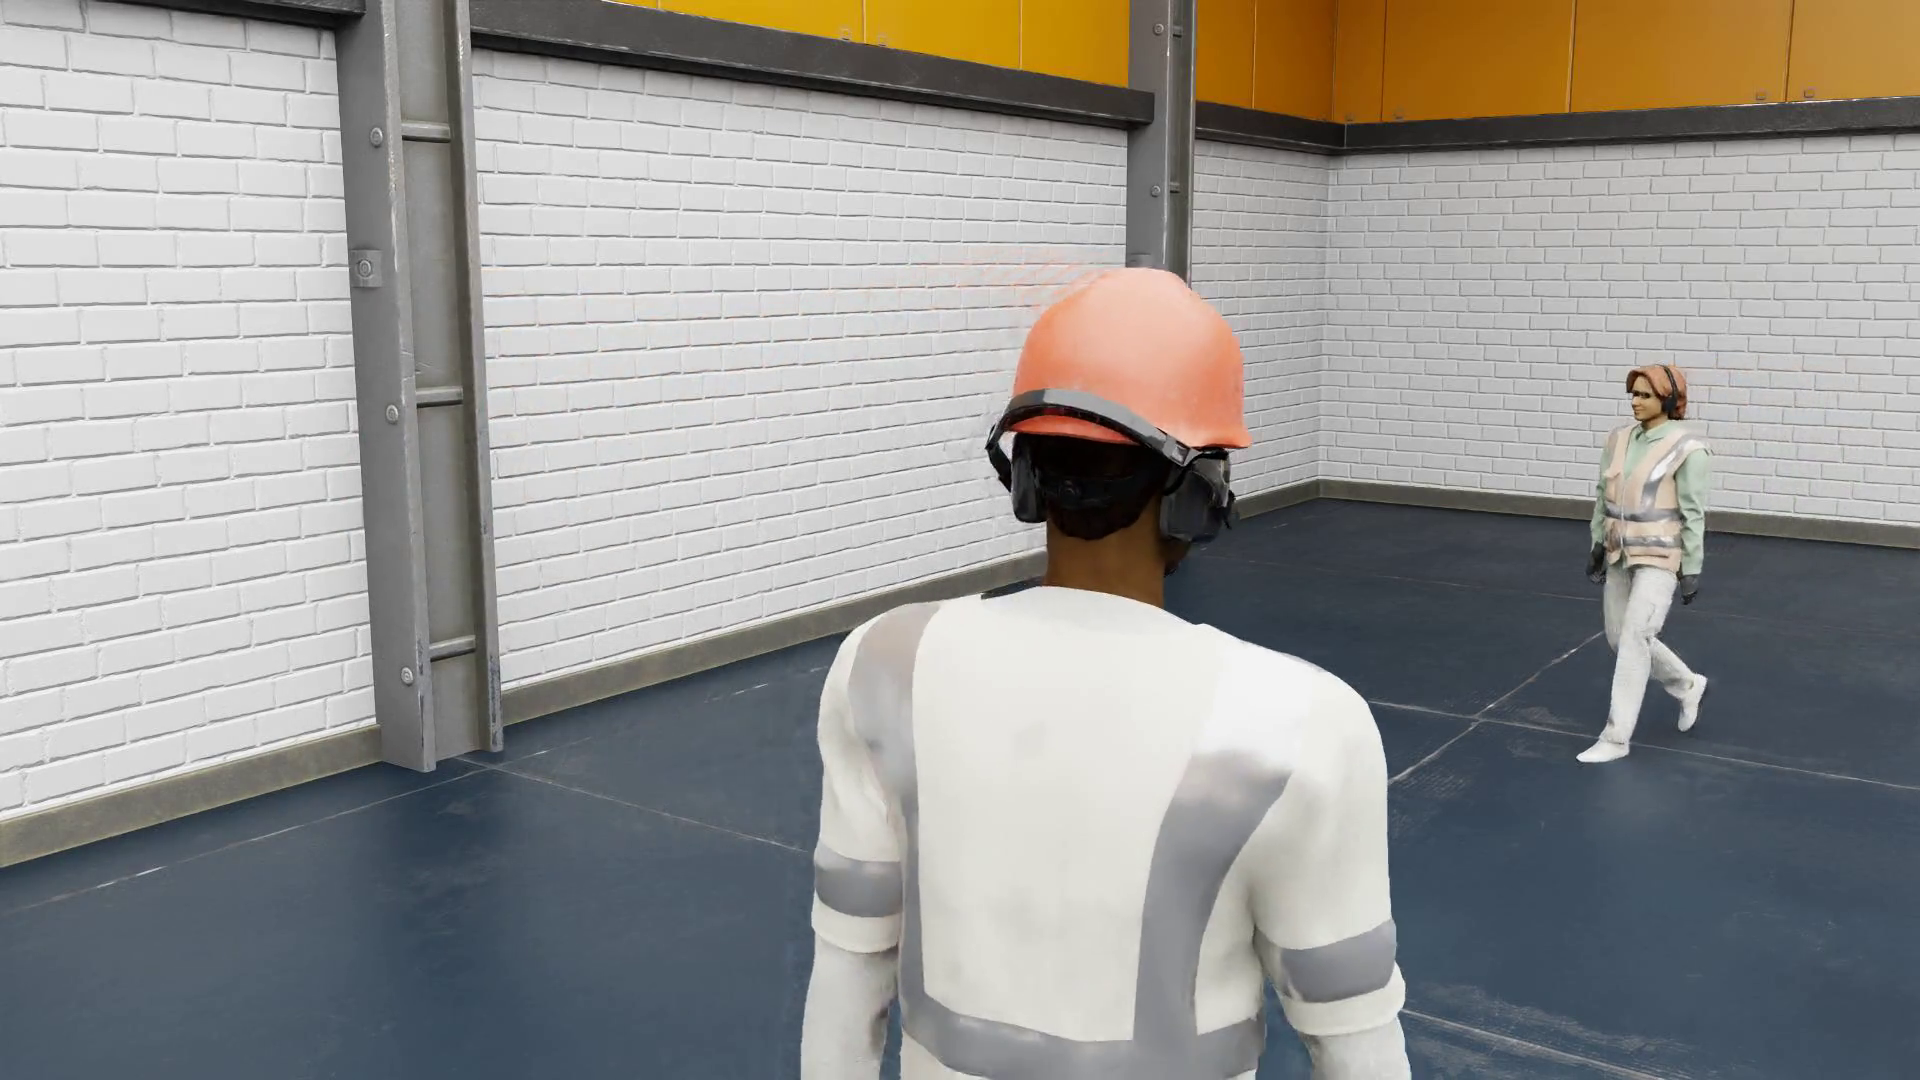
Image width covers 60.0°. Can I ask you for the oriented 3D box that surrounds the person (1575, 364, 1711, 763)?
[{"bbox_3d":[2.832,0.086,6.779,0.684,1.619,0.521,-3,10,-18],"label":"person"}]

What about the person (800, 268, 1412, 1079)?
[{"bbox_3d":[0.209,0.705,1.933,0.642,2.000,0.967,5,11,28],"label":"person"}]
